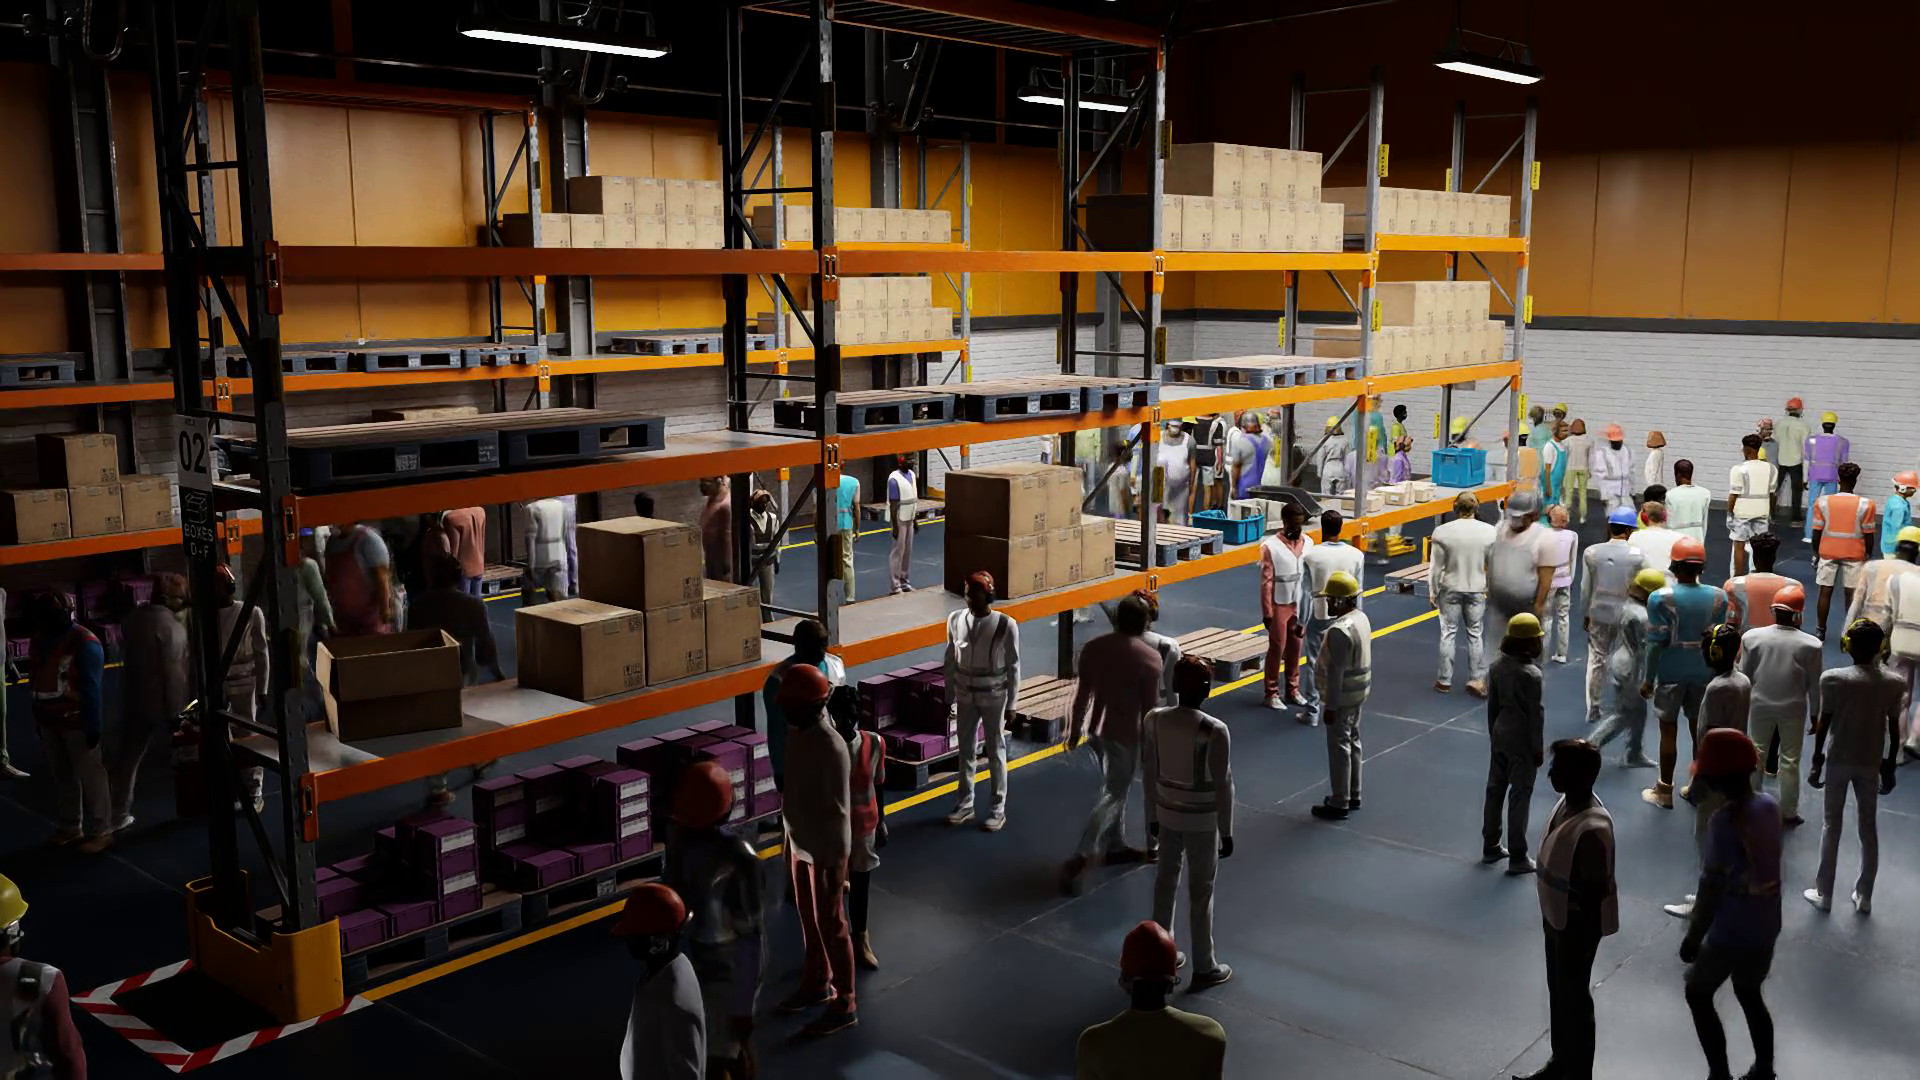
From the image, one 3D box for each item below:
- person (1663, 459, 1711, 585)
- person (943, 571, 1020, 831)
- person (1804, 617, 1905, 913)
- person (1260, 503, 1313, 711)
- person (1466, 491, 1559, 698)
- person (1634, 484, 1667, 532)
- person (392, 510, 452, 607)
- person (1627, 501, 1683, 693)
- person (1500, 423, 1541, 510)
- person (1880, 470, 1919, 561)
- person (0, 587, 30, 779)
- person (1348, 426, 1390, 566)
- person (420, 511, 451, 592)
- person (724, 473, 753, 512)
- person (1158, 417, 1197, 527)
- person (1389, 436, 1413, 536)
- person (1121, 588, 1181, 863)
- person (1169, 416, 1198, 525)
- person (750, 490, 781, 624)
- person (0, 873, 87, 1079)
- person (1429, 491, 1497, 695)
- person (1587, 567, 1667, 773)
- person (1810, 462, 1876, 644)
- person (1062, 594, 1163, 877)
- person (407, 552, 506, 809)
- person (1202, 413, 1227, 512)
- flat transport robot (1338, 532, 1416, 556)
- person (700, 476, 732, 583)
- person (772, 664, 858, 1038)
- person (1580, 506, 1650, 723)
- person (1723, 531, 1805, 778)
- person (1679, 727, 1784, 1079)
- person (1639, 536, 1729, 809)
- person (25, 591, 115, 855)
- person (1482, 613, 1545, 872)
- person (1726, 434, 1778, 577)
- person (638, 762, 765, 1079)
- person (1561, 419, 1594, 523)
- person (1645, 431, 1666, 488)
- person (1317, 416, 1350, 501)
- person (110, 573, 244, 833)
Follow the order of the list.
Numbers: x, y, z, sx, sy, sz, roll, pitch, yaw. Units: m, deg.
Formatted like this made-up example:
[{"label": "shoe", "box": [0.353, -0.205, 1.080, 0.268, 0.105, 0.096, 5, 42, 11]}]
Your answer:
[{"label": "person", "box": [7.942, 0.068, 18.259, 0.587, 1.915, 0.391, -3, 10, -19]}, {"label": "person", "box": [0.146, 1.144, 11.920, 0.584, 1.882, 0.337, 5, 11, 27]}, {"label": "person", "box": [5.592, 1.410, 10.417, 0.509, 1.861, 0.313, 1, 10, 7]}, {"label": "person", "box": [2.960, 0.598, 15.127, 0.599, 1.908, 0.398, -6, 11, -32]}, {"label": "person", "box": [5.159, 0.476, 15.441, 1.070, 2.000, 0.697, -9, 13, -43]}, {"label": "person", "box": [7.393, 0.234, 17.927, 0.356, 1.693, 0.553, 6, 11, 33]}, {"label": "person", "box": [-5.458, 0.206, 17.058, 0.681, 2.000, 0.535, -4, 10, -22]}, {"label": "person", "box": [6.601, 0.513, 15.939, 0.586, 1.785, 0.969, 1, 10, 6]}, {"label": "person", "box": [7.493, -0.611, 22.320, 0.593, 1.915, 0.391, -5, 11, -28]}, {"label": "person", "box": [10.552, 0.080, 18.702, 0.355, 1.742, 0.574, 5, 11, 26]}, {"label": "person", "box": [-7.530, 0.991, 12.881, 0.326, 1.872, 0.518, 3, 10, 15]}, {"label": "person", "box": [5.485, -0.584, 22.240, 0.615, 1.903, 0.528, 8, 12, 38]}, {"label": "person", "box": [-5.180, 0.444, 16.448, 0.315, 1.769, 0.523, -7, 12, -35]}, {"label": "person", "box": [-2.804, -0.310, 20.733, 0.429, 1.844, 0.622, -5, 11, -28]}, {"label": "person", "box": [2.959, -0.827, 23.223, 0.679, 2.000, 0.535, 1, 10, 7]}, {"label": "person", "box": [6.208, -0.662, 23.464, 0.318, 1.631, 0.524, 3, 10, 19]}, {"label": "person", "box": [1.206, 1.255, 11.281, 0.578, 1.880, 0.352, 3, 10, 18]}, {"label": "person", "box": [3.256, -0.941, 24.273, 0.395, 1.918, 0.586, 4, 10, 23]}, {"label": "person", "box": [-2.167, 0.265, 17.928, 0.514, 1.634, 0.313, -7, 12, -35]}, {"label": "person", "box": [-3.545, 2.126, 6.206, 0.587, 1.835, 0.403, -1, 10, -6]}, {"label": "person", "box": [4.736, 0.497, 15.669, 0.632, 1.931, 0.356, 2, 10, 10]}, {"label": "person", "box": [5.248, 1.027, 13.181, 0.664, 1.691, 0.502, 2, 10, 14]}, {"label": "person", "box": [9.327, 0.153, 17.592, 0.606, 1.966, 0.367, 6, 11, 33]}, {"label": "person", "box": [0.953, 1.305, 10.958, 0.807, 1.896, 0.638, -8, 12, -39]}, {"label": "person", "box": [-3.831, 1.025, 12.649, 0.628, 1.882, 1.039, 3, 10, 19]}, {"label": "person", "box": [4.049, -1.323, 26.514, 0.387, 1.931, 0.543, -2, 10, -11]}, {"label": "flat transport robot", "box": [5.634, 0.009, 23.504, 1.431, 0.197, 0.652, 9, 13, 44]}, {"label": "person", "box": [-2.585, 0.157, 17.798, 0.397, 1.893, 0.651, -6, 11, -32]}, {"label": "person", "box": [-0.783, 1.619, 8.799, 0.408, 1.984, 0.615, -5, 11, -29]}, {"label": "person", "box": [5.744, 0.673, 14.576, 0.604, 1.937, 0.403, 8, 13, 41]}, {"label": "person", "box": [6.298, 0.906, 13.119, 0.602, 1.959, 0.368, 2, 10, 14]}, {"label": "person", "box": [3.656, 1.810, 7.884, 0.565, 1.907, 0.425, -7, 12, -38]}, {"label": "person", "box": [5.364, 0.990, 12.397, 0.609, 2.034, 0.404, -1, 10, -5]}, {"label": "person", "box": [-6.153, 1.249, 11.465, 0.623, 1.835, 0.431, 4, 10, 24]}, {"label": "person", "box": [3.740, 1.343, 11.152, 0.297, 1.745, 0.484, -4, 10, -23]}, {"label": "person", "box": [9.747, -0.332, 20.537, 0.606, 1.955, 0.384, -1, 10, -6]}, {"label": "person", "box": [-1.062, 1.876, 7.259, 0.615, 1.992, 0.690, -7, 12, -36]}, {"label": "person", "box": [9.593, -1.072, 25.887, 0.499, 1.636, 0.286, 1, 10, 8]}, {"label": "person", "box": [10.012, -0.759, 24.030, 0.284, 1.633, 0.497, 6, 11, 31]}, {"label": "person", "box": [5.635, -1.001, 25.173, 0.485, 1.737, 0.321, -1, 10, -8]}, {"label": "person", "box": [-5.742, 1.159, 11.956, 0.668, 1.852, 0.781, 5, 11, 29]}]
